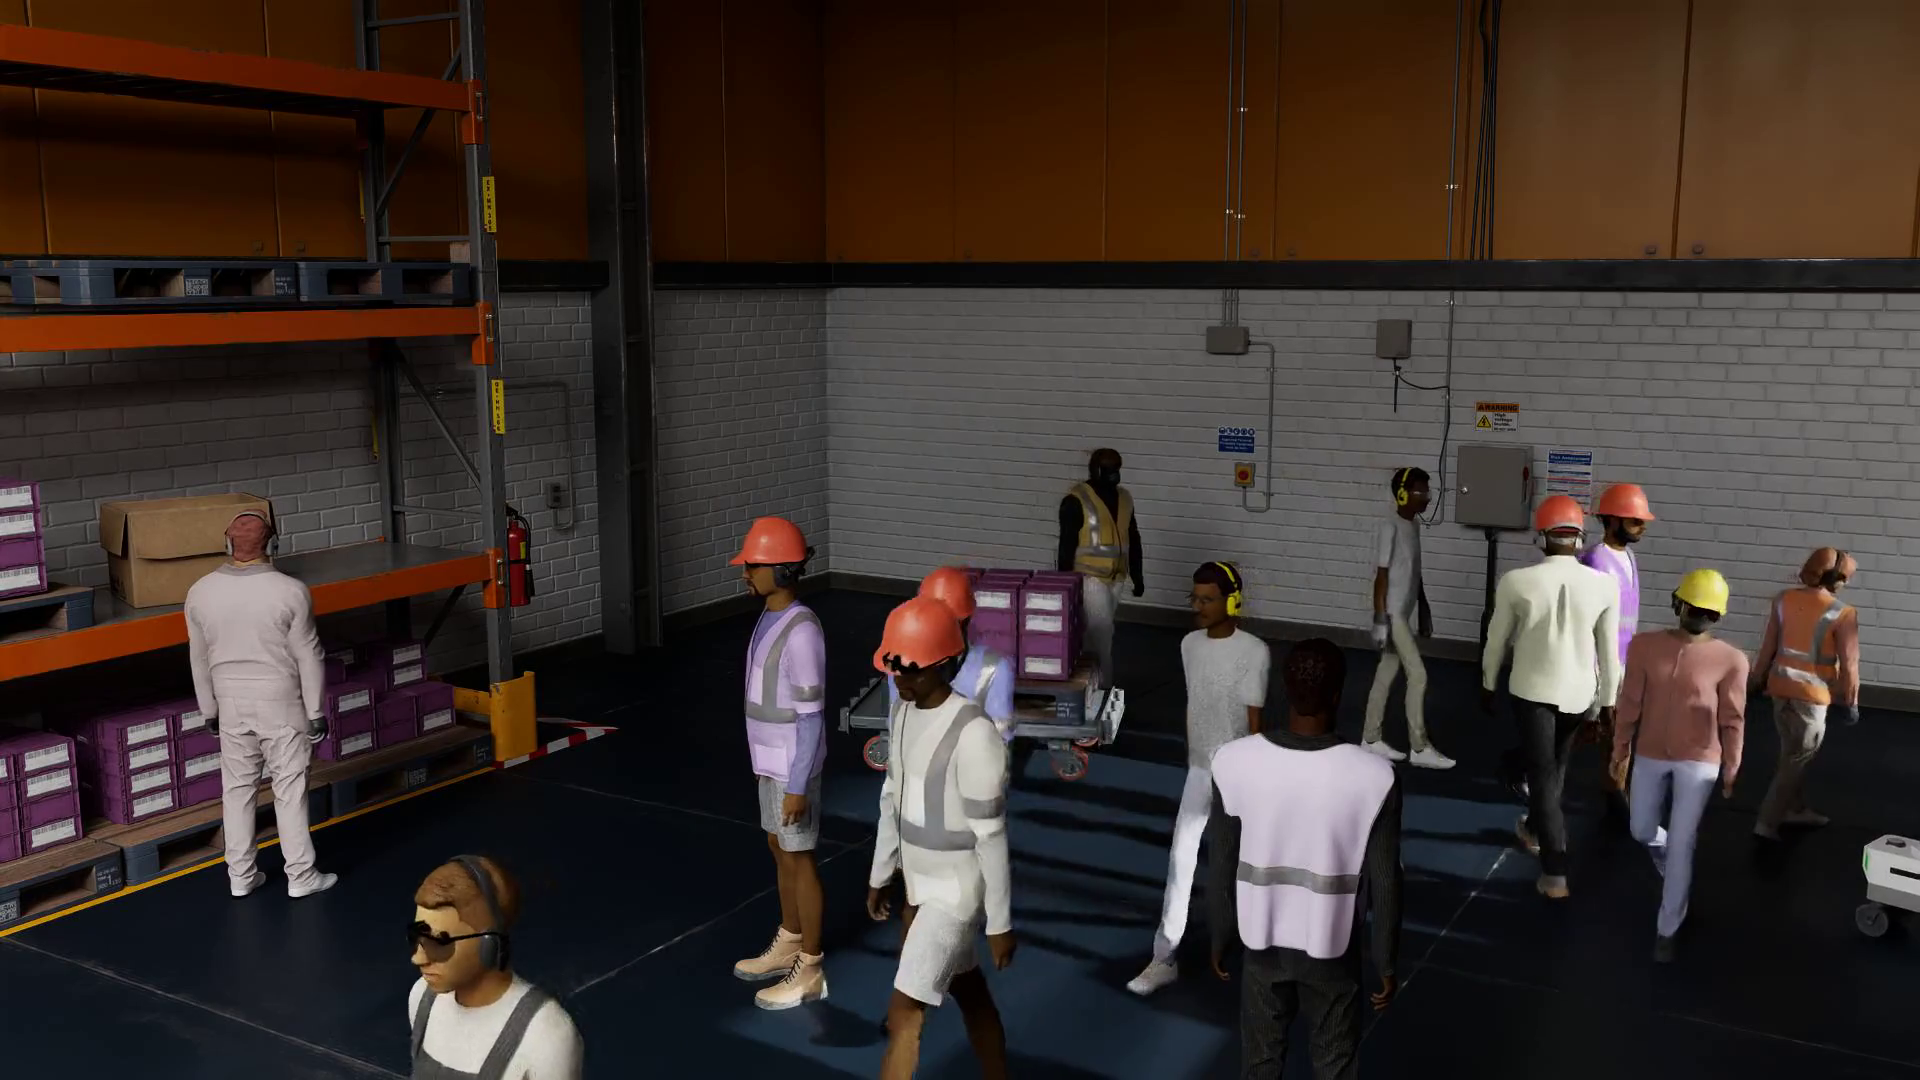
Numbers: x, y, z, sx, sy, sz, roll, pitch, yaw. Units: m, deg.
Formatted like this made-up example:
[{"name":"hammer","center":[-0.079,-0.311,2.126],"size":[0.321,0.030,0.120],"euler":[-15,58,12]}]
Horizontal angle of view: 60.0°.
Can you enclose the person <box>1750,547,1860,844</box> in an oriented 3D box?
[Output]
[{"name":"person","center":[4.472,0.832,8.861],"size":[0.721,1.613,0.554],"euler":[-4,10,-21]}]

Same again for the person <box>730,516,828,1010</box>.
[{"name":"person","center":[-0.747,0.915,6.900],"size":[0.378,2.045,0.605],"euler":[-3,10,-20]}]

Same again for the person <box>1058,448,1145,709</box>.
[{"name":"person","center":[1.061,0.275,11.581],"size":[0.662,1.818,0.728],"euler":[-8,12,-40]}]

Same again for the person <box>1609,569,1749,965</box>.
[{"name":"person","center":[3.256,0.972,7.529],"size":[0.531,1.725,0.760],"euler":[8,12,40]}]

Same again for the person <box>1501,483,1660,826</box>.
[{"name":"person","center":[3.466,0.622,9.162],"size":[0.771,1.913,0.551],"euler":[8,12,40]}]

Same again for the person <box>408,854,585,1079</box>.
[{"name":"person","center":[-0.963,1.542,3.699],"size":[0.519,1.828,0.700],"euler":[7,11,37]}]

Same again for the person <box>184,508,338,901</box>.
[{"name":"person","center":[-3.354,0.798,8.041],"size":[0.651,1.913,0.409],"euler":[1,9,6]}]

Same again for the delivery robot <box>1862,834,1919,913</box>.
[{"name":"delivery robot","center":[4.453,1.524,7.443],"size":[0.477,0.478,0.707],"euler":[-8,12,-40]}]

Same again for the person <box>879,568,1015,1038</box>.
[{"name":"person","center":[-0.063,1.030,6.714],"size":[0.561,1.867,1.033],"euler":[2,9,14]}]

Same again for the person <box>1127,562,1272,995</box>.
[{"name":"person","center":[1.148,0.987,7.162],"size":[0.512,1.832,0.969],"euler":[9,13,44]}]

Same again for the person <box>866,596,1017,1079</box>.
[{"name":"person","center":[-0.191,1.165,5.492],"size":[1.000,1.988,0.644],"euler":[-4,10,-24]}]

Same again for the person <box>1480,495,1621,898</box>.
[{"name":"person","center":[2.942,0.743,8.317],"size":[0.621,1.938,1.054],"euler":[0,9,1]}]

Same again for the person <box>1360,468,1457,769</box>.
[{"name":"person","center":[2.821,0.482,10.205],"size":[0.767,1.846,0.555],"euler":[5,11,30]}]

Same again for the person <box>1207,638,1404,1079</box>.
[{"name":"person","center":[1.064,1.254,5.174],"size":[0.597,1.916,0.372],"euler":[4,10,22]}]
